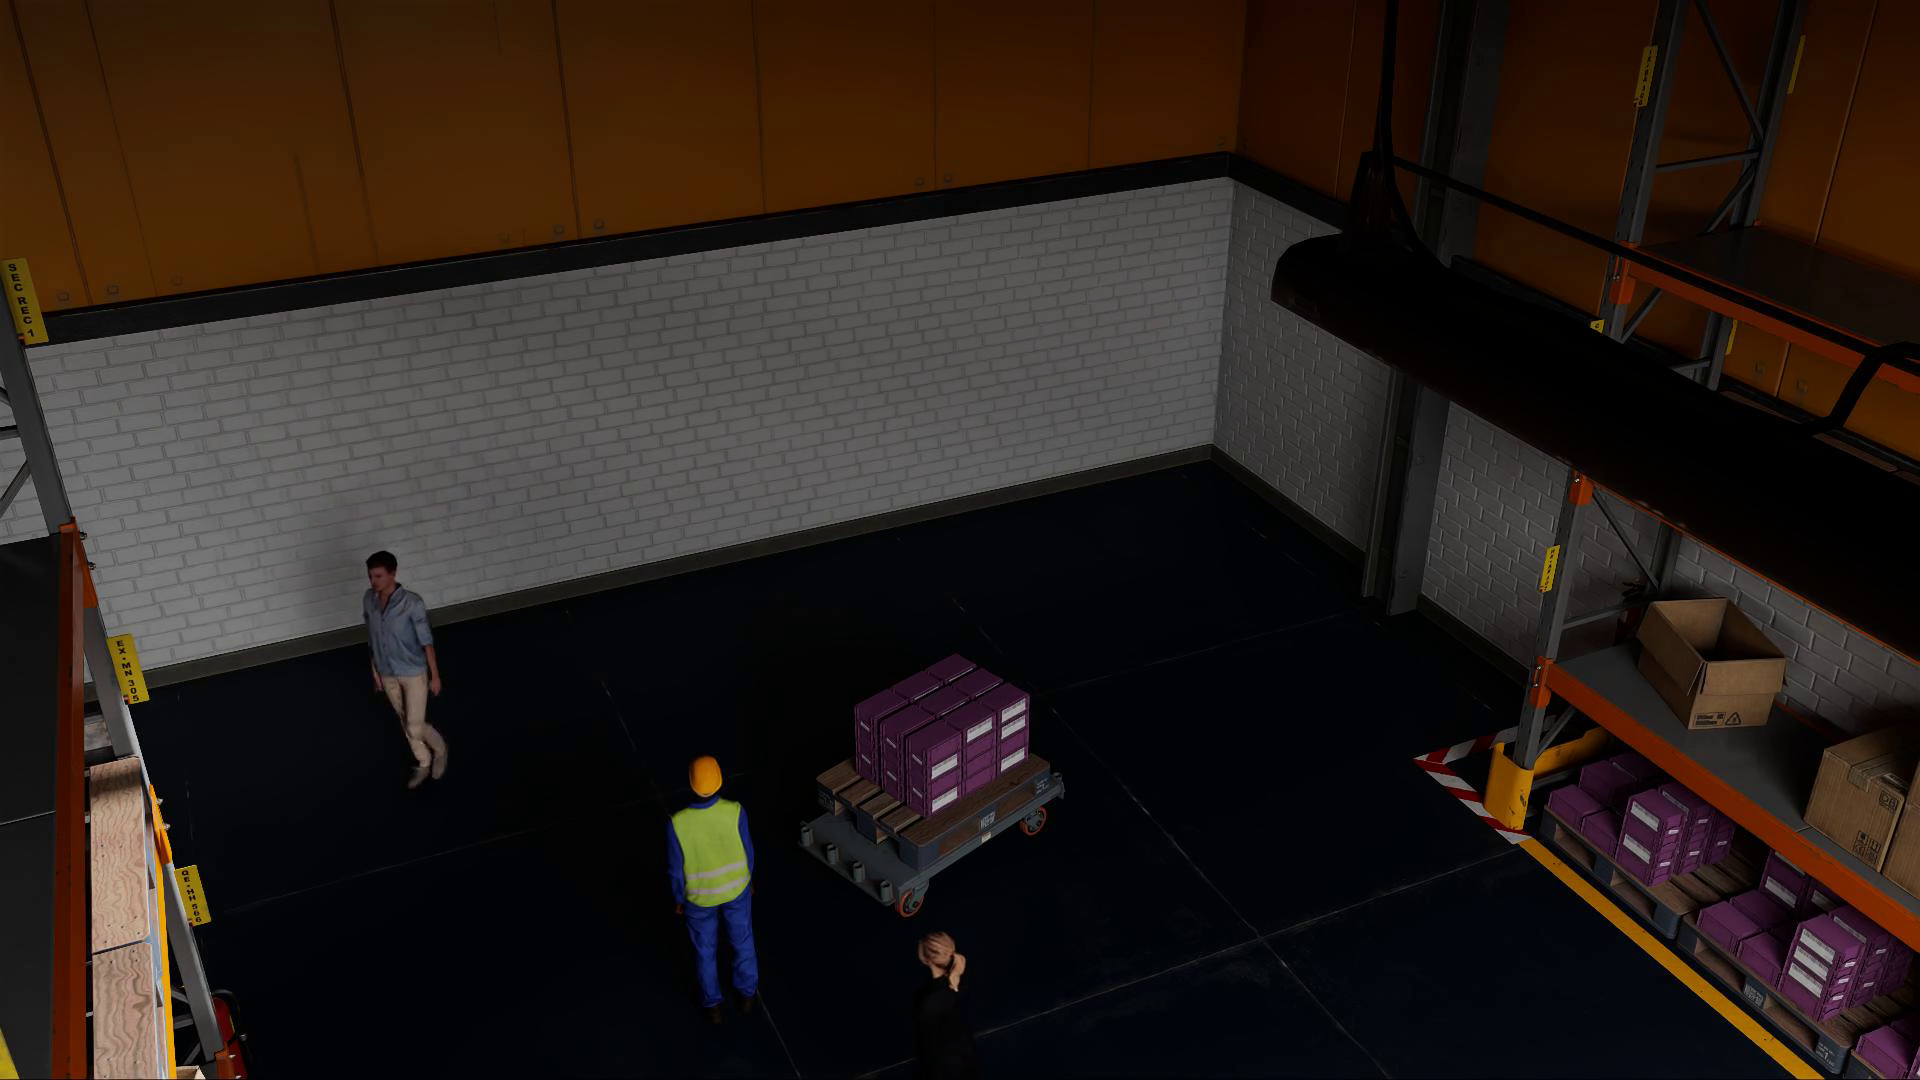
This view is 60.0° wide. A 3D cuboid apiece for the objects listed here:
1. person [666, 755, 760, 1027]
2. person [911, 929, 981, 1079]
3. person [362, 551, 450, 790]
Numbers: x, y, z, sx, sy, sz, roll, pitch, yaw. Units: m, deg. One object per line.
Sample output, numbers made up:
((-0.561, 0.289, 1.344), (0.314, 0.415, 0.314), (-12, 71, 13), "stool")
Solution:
((-1.394, 1.970, 9.428), (0.657, 1.813, 0.576), (-11, 31, -20), "person")
((0.010, 2.668, 8.307), (1.165, 1.662, 0.914), (21, 35, 34), "person")
((-3.764, 0.861, 11.438), (0.806, 1.836, 0.863), (9, 30, 15), "person")
